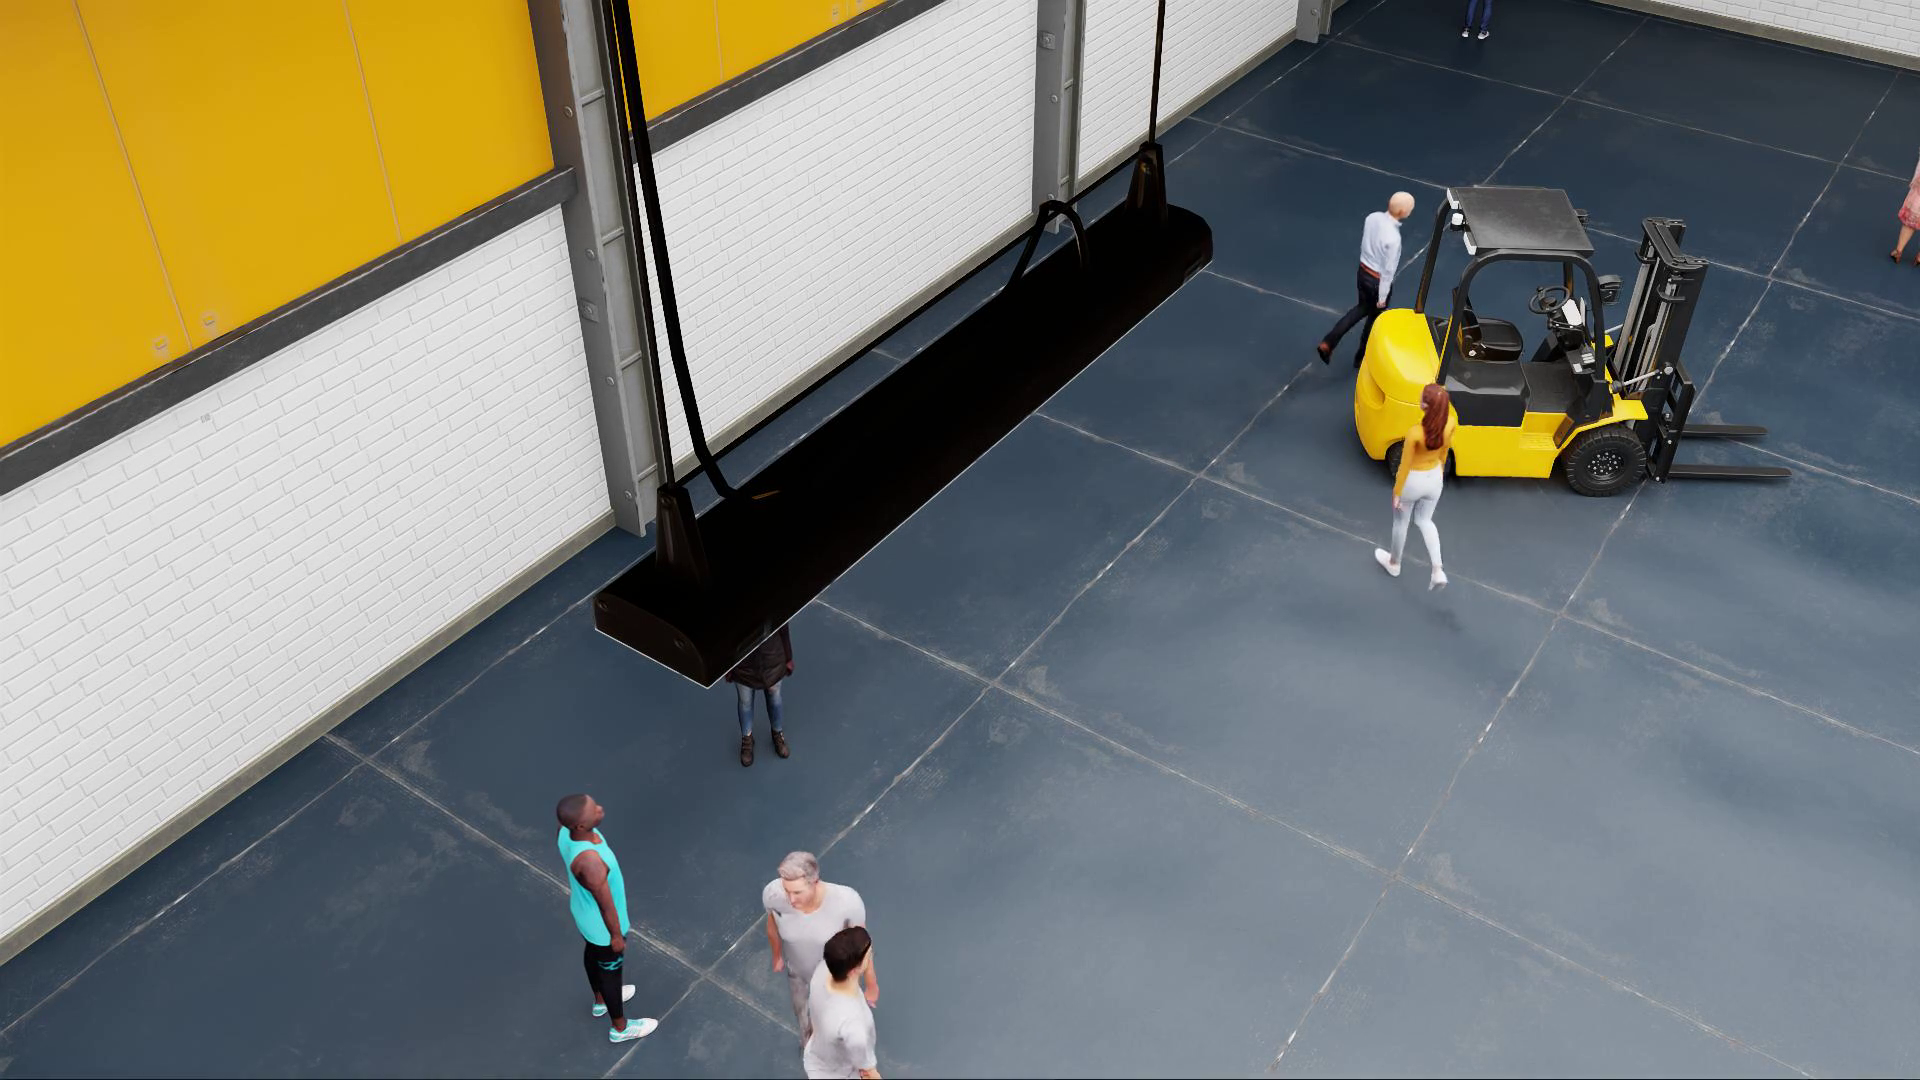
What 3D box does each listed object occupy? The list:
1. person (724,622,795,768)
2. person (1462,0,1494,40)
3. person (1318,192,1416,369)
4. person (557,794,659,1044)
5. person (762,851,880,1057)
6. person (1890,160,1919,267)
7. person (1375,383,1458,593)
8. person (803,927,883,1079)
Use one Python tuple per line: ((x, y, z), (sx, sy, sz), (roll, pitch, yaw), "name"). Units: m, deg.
((-1.301, 0.750, 10.645), (0.740, 1.633, 0.809), (-9, 39, -11), "person")
((6.429, -6.935, 20.323), (0.562, 1.563, 0.562), (17, 42, 20), "person")
((3.461, -2.156, 14.180), (1.081, 1.762, 0.959), (-16, 41, -19), "person")
((-1.948, 2.009, 8.925), (0.645, 1.811, 0.668), (-21, 43, -24), "person")
((-0.696, 2.175, 8.743), (1.130, 1.779, 1.330), (2, 39, 3), "person")
((9.278, -3.395, 15.788), (0.593, 1.692, 0.568), (21, 43, 24), "person")
((3.350, -0.340, 11.927), (1.010, 1.736, 0.990), (-13, 40, -16), "person")
((-0.679, 2.621, 8.140), (1.315, 1.835, 1.186), (-9, 40, -12), "person")
